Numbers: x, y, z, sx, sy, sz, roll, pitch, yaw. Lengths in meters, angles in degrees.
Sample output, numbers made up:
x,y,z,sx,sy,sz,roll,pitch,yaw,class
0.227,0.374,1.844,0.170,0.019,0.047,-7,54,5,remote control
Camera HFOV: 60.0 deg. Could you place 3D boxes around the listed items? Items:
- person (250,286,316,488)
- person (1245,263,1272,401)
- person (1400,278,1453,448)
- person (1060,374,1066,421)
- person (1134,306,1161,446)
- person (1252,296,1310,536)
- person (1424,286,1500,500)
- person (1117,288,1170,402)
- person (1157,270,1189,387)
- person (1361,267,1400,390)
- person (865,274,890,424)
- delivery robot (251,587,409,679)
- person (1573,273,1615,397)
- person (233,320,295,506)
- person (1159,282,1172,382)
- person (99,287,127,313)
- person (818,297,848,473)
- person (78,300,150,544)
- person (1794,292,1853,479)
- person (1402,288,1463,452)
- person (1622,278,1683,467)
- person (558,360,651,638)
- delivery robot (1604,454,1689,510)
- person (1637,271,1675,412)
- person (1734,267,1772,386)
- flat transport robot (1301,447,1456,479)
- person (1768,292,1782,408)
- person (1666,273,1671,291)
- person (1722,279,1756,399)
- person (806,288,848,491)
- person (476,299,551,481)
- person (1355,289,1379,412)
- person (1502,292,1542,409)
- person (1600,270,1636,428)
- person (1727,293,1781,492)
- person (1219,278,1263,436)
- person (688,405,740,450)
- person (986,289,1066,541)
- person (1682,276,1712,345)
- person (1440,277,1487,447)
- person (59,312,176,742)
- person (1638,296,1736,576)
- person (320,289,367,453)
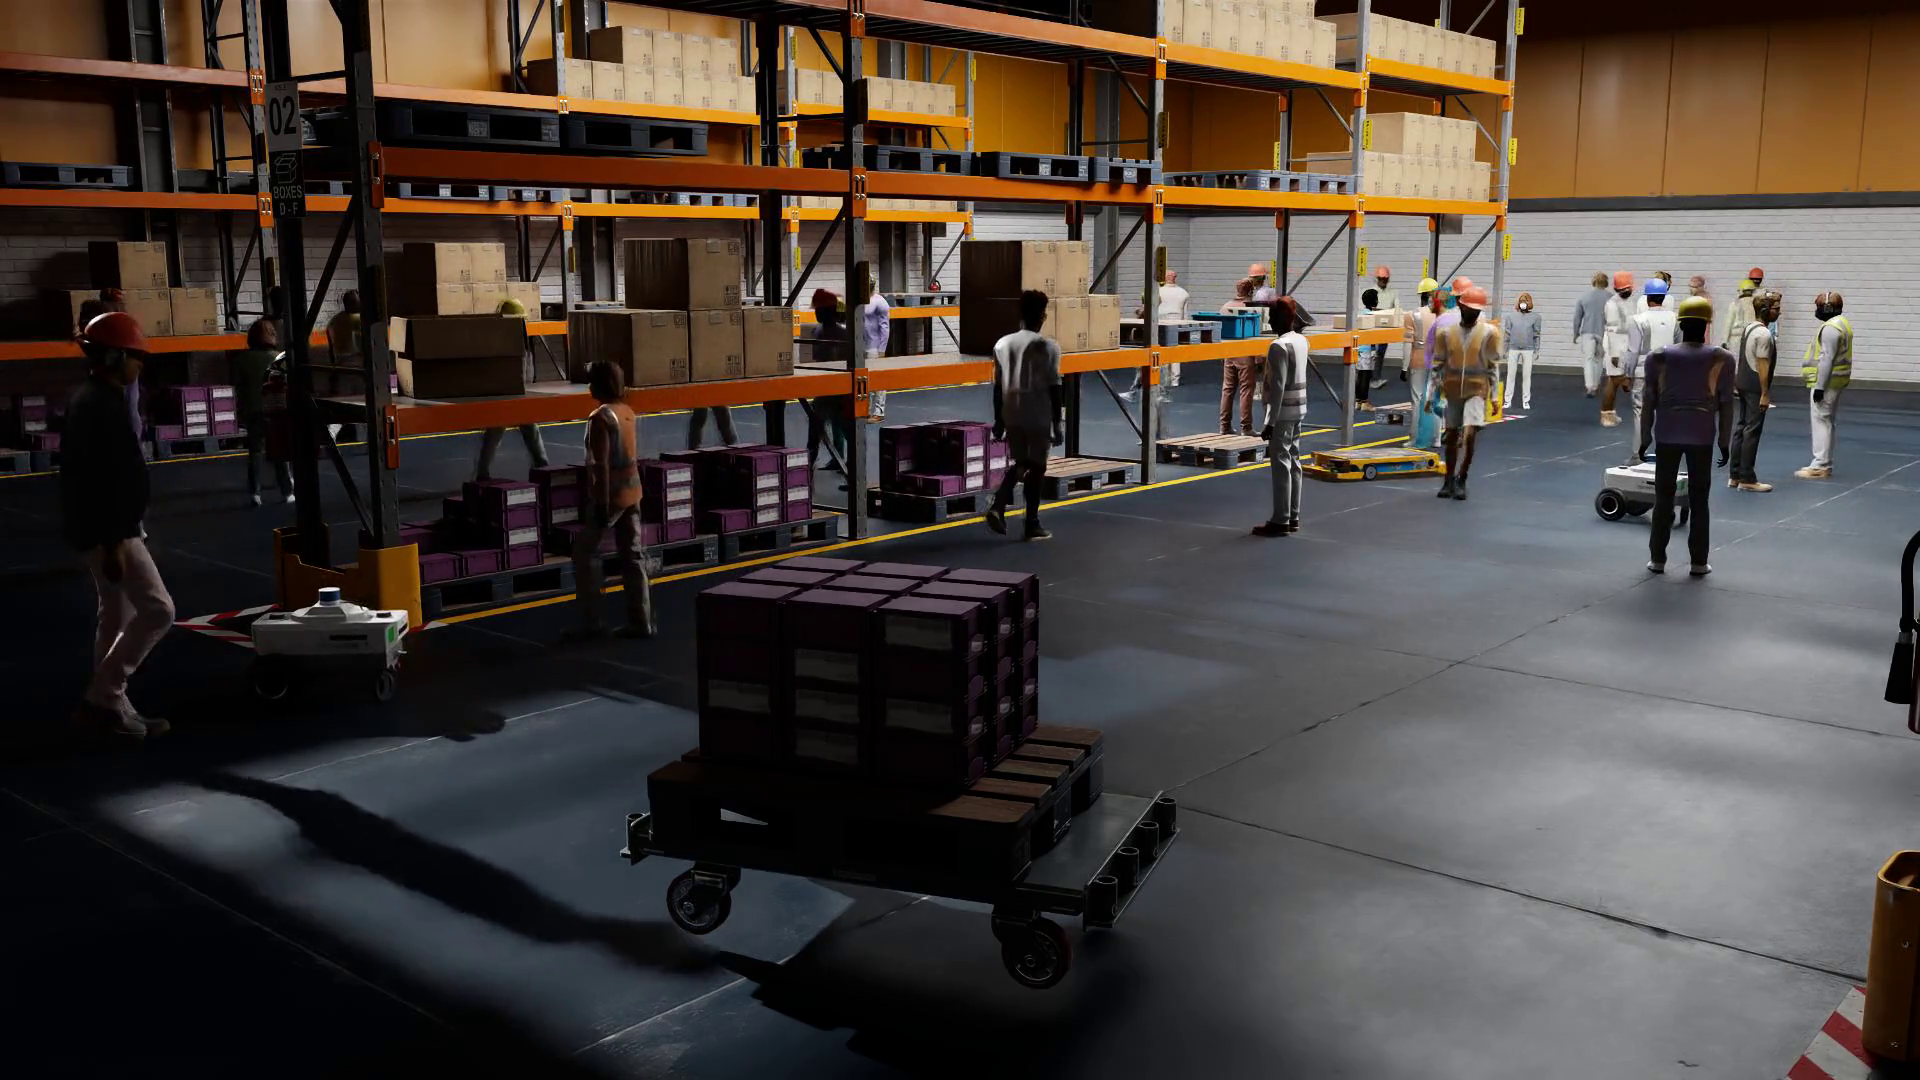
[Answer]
x,y,z,sx,sy,sz,roll,pitch,yaw,class
-6.363,-1.444,15.733,0.615,1.896,0.535,4,11,22,person
4.397,-3.052,24.527,0.547,2.022,0.618,0,10,2,person
5.251,-1.985,18.771,0.589,1.919,0.397,-3,10,-15,person
1.235,-2.402,21.752,0.537,1.700,0.317,6,12,31,person
2.155,-1.882,19.074,0.319,1.607,0.652,3,10,15,person
2.532,-0.970,13.074,0.356,1.886,0.574,6,12,31,person
4.467,-1.296,14.840,0.639,1.910,0.624,5,11,27,person
2.701,-2.842,24.233,0.876,1.695,0.510,-2,10,-12,person
3.387,-3.432,27.074,0.648,1.897,0.399,-3,10,-15,person
6.747,-3.372,26.566,0.615,1.940,1.047,-1,10,-8,person
-1.174,-2.468,21.448,0.361,1.938,0.635,-9,14,-43,person
-3.142,0.481,8.328,0.707,0.478,0.477,-1,10,-5,delivery robot
9.676,-3.117,25.315,0.631,1.896,1.019,3,10,17,person
-6.095,-1.106,14.606,0.508,1.645,0.332,-1,10,-7,person
3.463,-3.603,28.104,0.327,1.874,0.518,8,13,39,person
-8.033,-1.450,15.800,0.579,1.885,0.342,9,13,40,person
-1.217,-1.555,16.746,0.310,1.769,0.525,-8,13,-38,person
-6.026,-0.746,11.767,0.435,1.890,0.677,-6,11,-29,person
8.521,-1.520,16.381,0.429,1.831,0.631,7,12,33,person
5.281,-1.851,18.274,0.690,1.820,0.572,4,11,22,person
7.091,-1.701,17.054,0.615,1.945,0.406,-2,10,-9,person
-2.084,-0.225,9.586,0.627,1.617,0.537,2,10,13,person
5.706,-0.463,13.707,0.477,0.478,0.707,-9,13,-41,delivery robot
9.624,-2.740,22.999,0.372,1.940,0.630,-4,11,-22,person
12.918,-3.463,27.116,0.544,1.939,0.354,1,10,7,person
4.151,-0.771,16.536,1.431,0.197,0.652,-4,11,-23,flat transport robot
11.454,-2.698,23.619,0.313,1.638,0.513,2,10,13,person
10.883,-3.220,25.929,0.315,1.869,0.526,-3,10,-14,person
11.689,-2.968,24.704,0.614,1.805,0.727,-2,10,-11,person
-1.221,-1.349,15.206,0.565,1.882,0.978,7,12,35,person
-4.244,-1.387,15.764,0.612,1.780,0.949,8,13,38,person
5.644,-2.621,23.009,0.318,1.697,0.535,-1,10,-3,person
7.891,-2.655,23.383,0.499,1.634,0.279,4,11,23,person
8.344,-2.409,21.007,0.436,1.994,0.796,8,13,40,person
7.401,-1.372,15.472,0.329,1.844,0.509,1,10,7,person
3.407,-2.194,20.026,0.395,1.899,0.640,-8,13,-40,person
-2.484,-1.617,16.981,0.752,1.799,0.622,-8,12,-37,person
0.506,-0.941,12.741,0.611,1.948,0.473,9,13,41,person
11.163,-3.060,25.106,0.960,1.859,0.629,2,10,11,person
5.702,-2.026,18.960,0.366,1.931,0.542,-6,12,-32,person
-3.801,-0.036,7.527,0.441,1.965,0.670,-6,12,-31,person
5.023,-0.718,11.523,0.593,1.922,0.384,5,11,25,person
-6.576,-1.798,17.991,0.634,1.817,0.801,4,11,22,person
